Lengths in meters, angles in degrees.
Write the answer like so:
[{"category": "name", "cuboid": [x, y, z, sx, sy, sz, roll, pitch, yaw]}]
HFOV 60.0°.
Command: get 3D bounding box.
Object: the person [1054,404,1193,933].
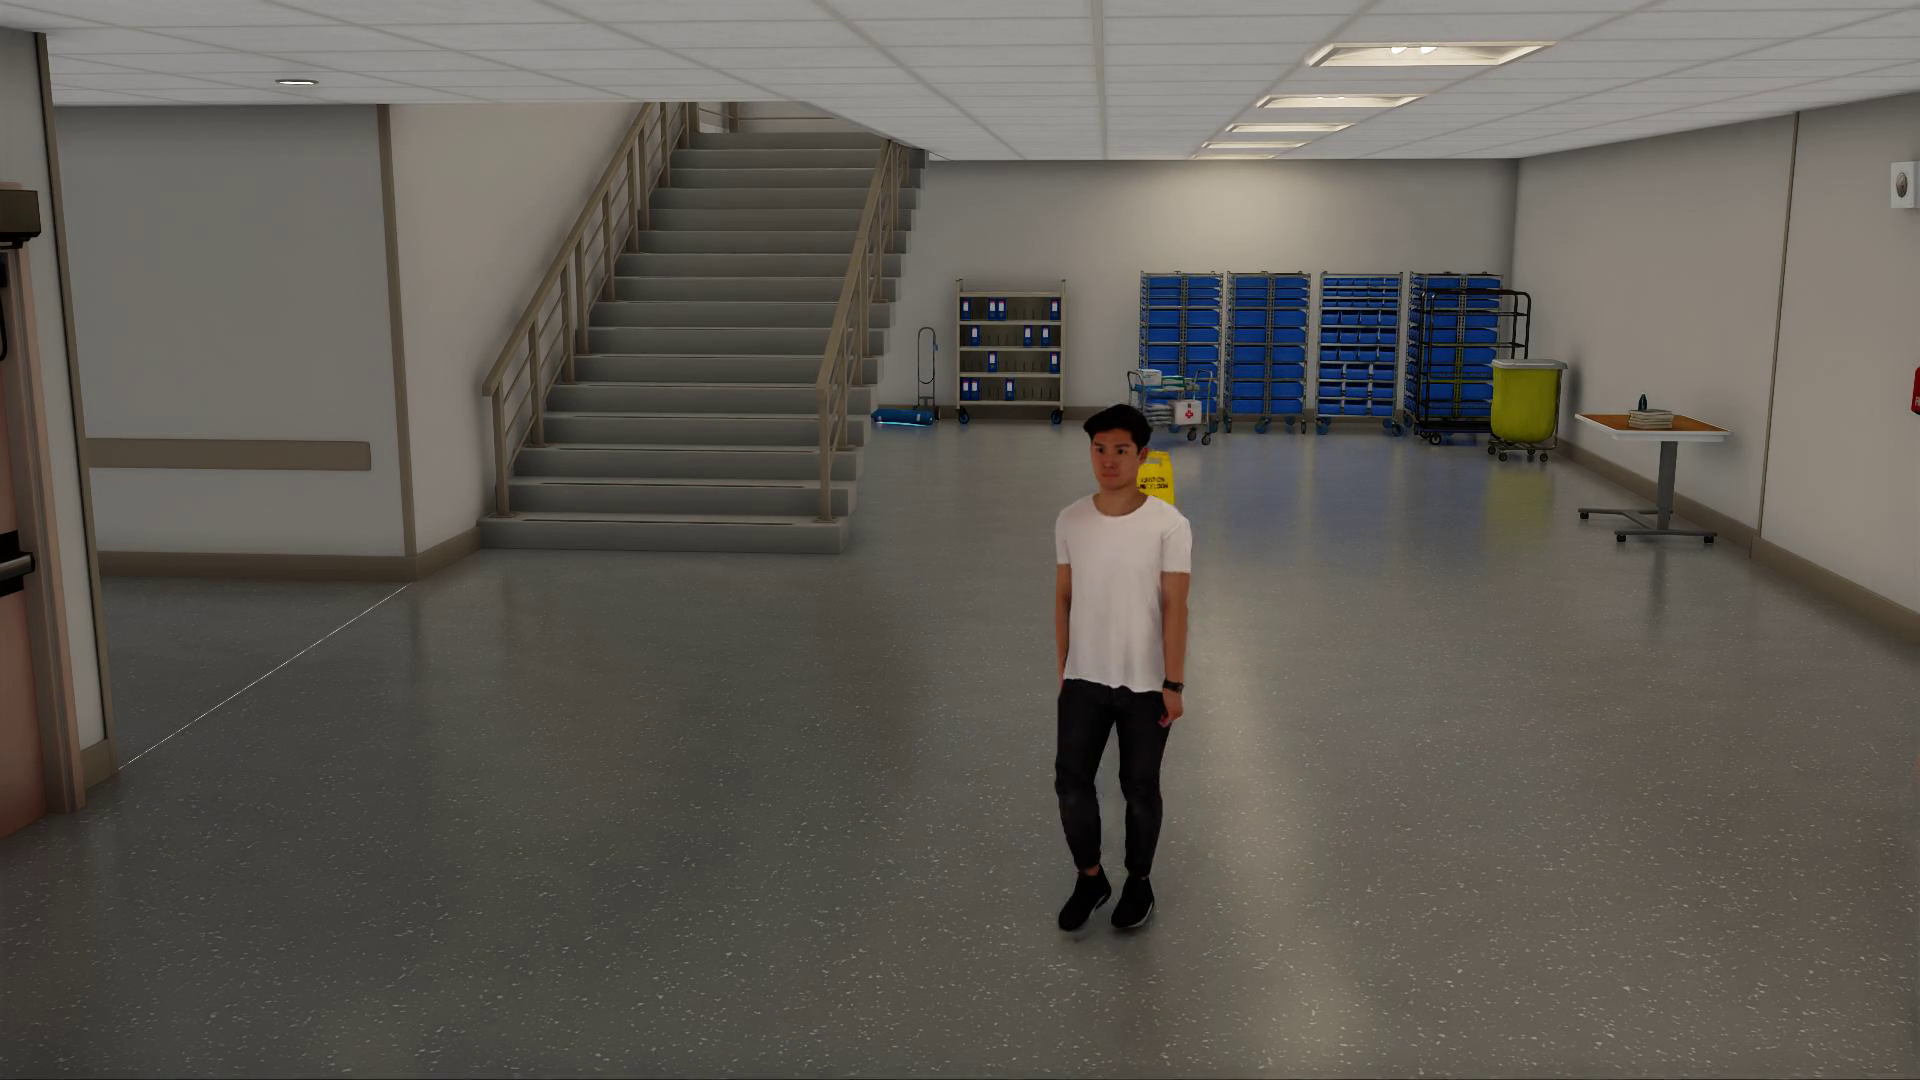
[{"category": "person", "cuboid": [0.552, 0.407, 5.390, 0.719, 1.705, 0.723, 4, 12, 22]}]
